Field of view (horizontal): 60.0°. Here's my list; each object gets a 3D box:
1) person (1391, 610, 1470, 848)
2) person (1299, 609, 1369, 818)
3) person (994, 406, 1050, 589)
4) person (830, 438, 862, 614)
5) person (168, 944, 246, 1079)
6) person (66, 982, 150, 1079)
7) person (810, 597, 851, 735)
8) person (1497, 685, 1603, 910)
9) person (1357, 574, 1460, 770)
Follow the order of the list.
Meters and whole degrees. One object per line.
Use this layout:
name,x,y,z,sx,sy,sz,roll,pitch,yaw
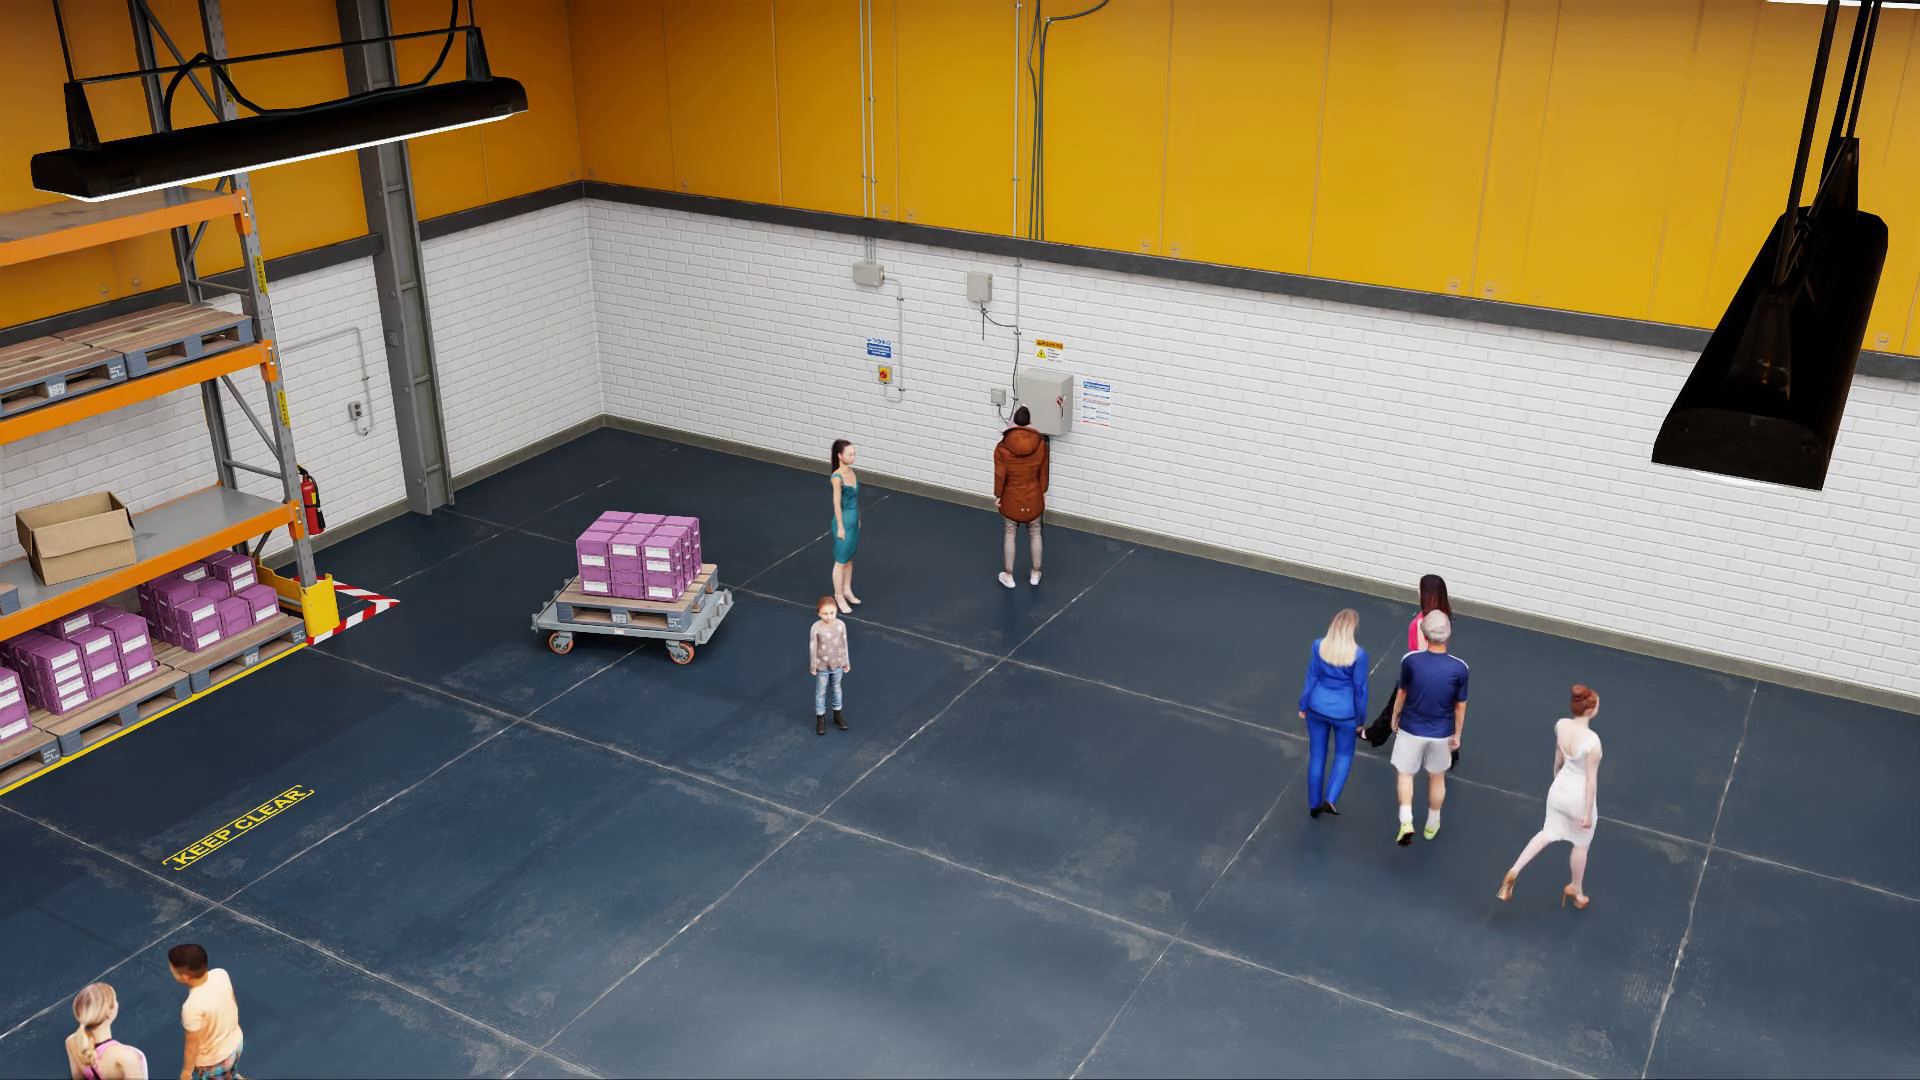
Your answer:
person,3.350,1.407,12.002,0.798,1.809,0.986,8,25,19
person,2.738,1.335,12.326,0.674,1.682,0.699,12,26,25
person,0.601,-0.418,16.141,0.855,1.839,0.907,-4,24,-10
person,-1.083,-0.142,15.694,0.643,1.691,0.463,9,25,19
person,-4.061,2.834,9.186,0.723,1.451,0.654,3,24,8
person,-4.226,3.014,8.362,0.637,1.781,0.590,9,25,20
person,-1.077,1.003,13.694,0.556,1.194,0.620,-7,25,-16
person,4.033,1.778,11.200,1.049,1.773,0.952,-8,25,-18
person,3.709,1.071,13.020,0.817,1.609,1.069,20,31,38
